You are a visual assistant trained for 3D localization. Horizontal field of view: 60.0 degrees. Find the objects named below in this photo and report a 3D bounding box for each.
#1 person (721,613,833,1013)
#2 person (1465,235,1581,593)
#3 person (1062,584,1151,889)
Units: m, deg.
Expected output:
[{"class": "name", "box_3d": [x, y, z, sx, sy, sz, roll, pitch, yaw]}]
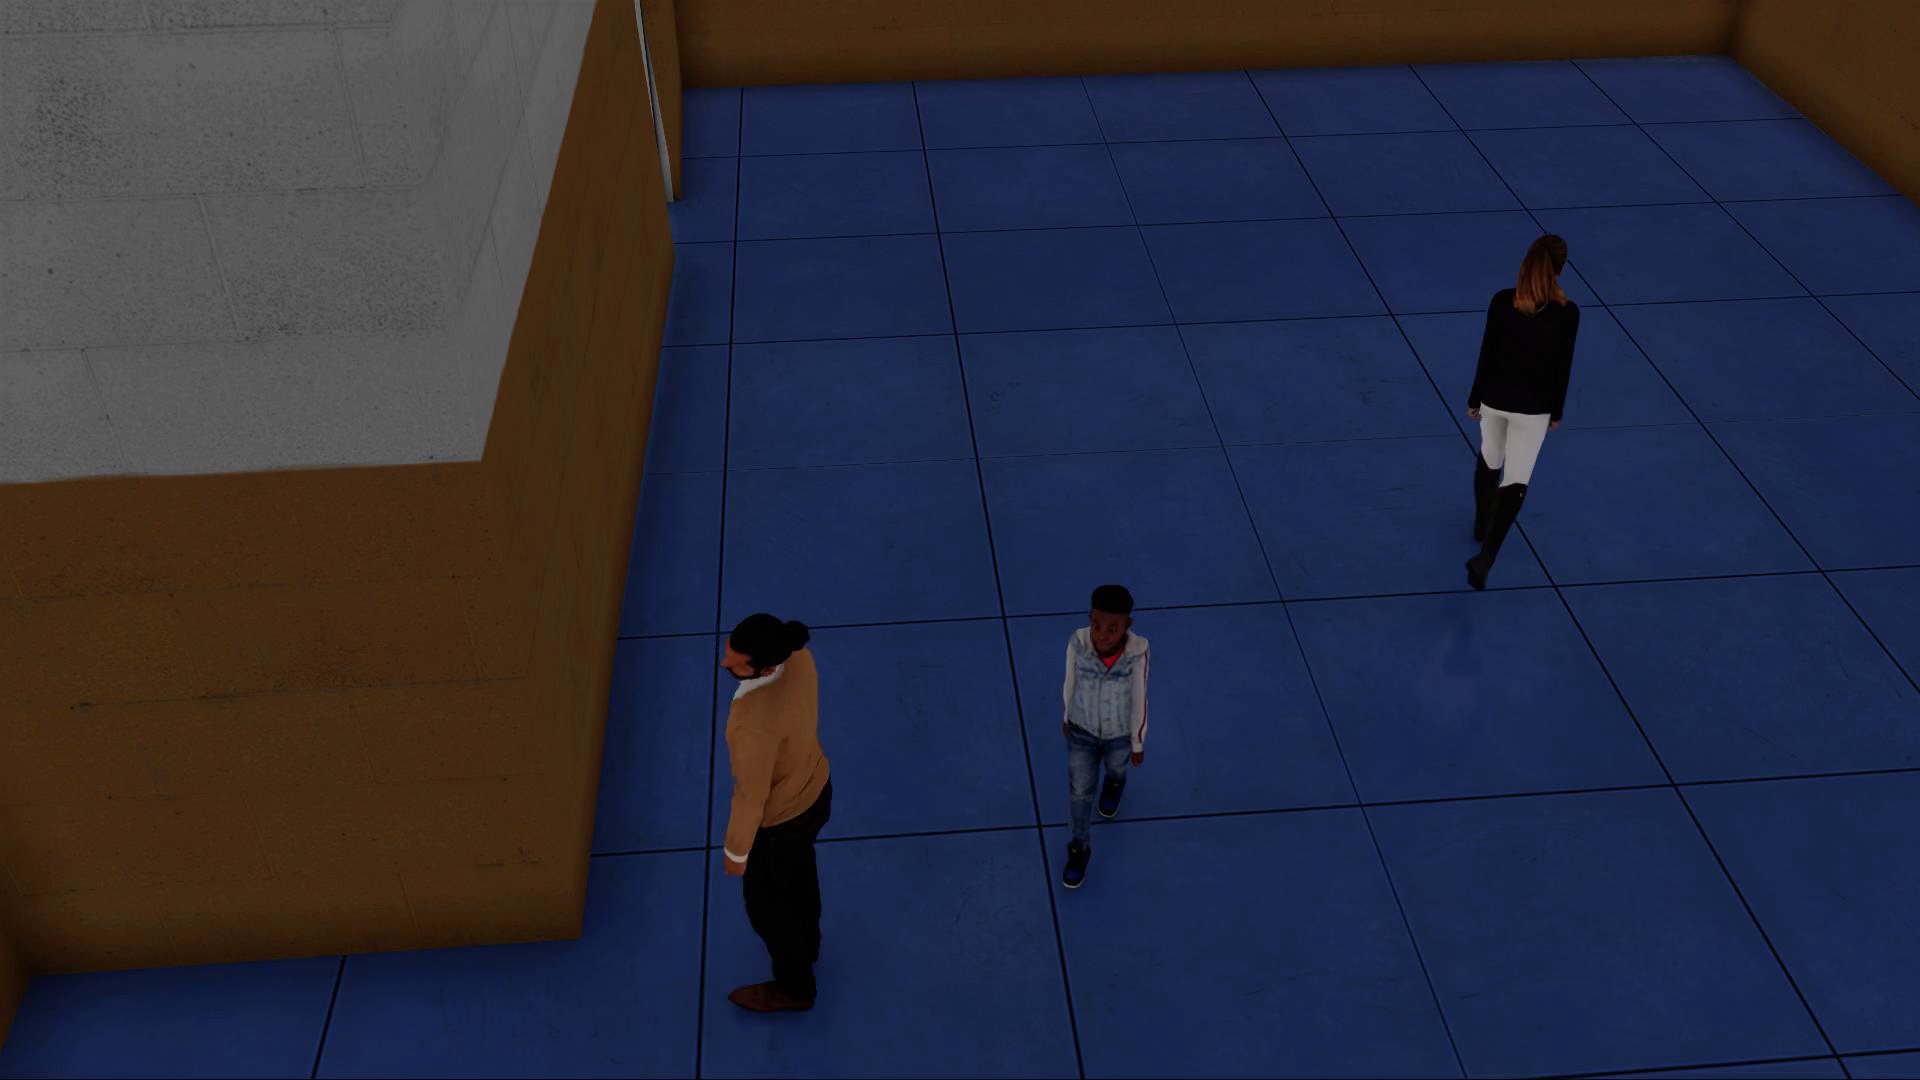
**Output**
[{"class": "person", "box_3d": [-0.617, 0.893, 5.627, 0.742, 1.745, 0.783, 16, 40, 20]}, {"class": "person", "box_3d": [2.498, -0.547, 7.570, 1.101, 1.707, 1.019, 17, 40, 21]}, {"class": "person", "box_3d": [0.574, 0.658, 6.377, 0.860, 1.228, 0.731, 9, 38, 12]}]
